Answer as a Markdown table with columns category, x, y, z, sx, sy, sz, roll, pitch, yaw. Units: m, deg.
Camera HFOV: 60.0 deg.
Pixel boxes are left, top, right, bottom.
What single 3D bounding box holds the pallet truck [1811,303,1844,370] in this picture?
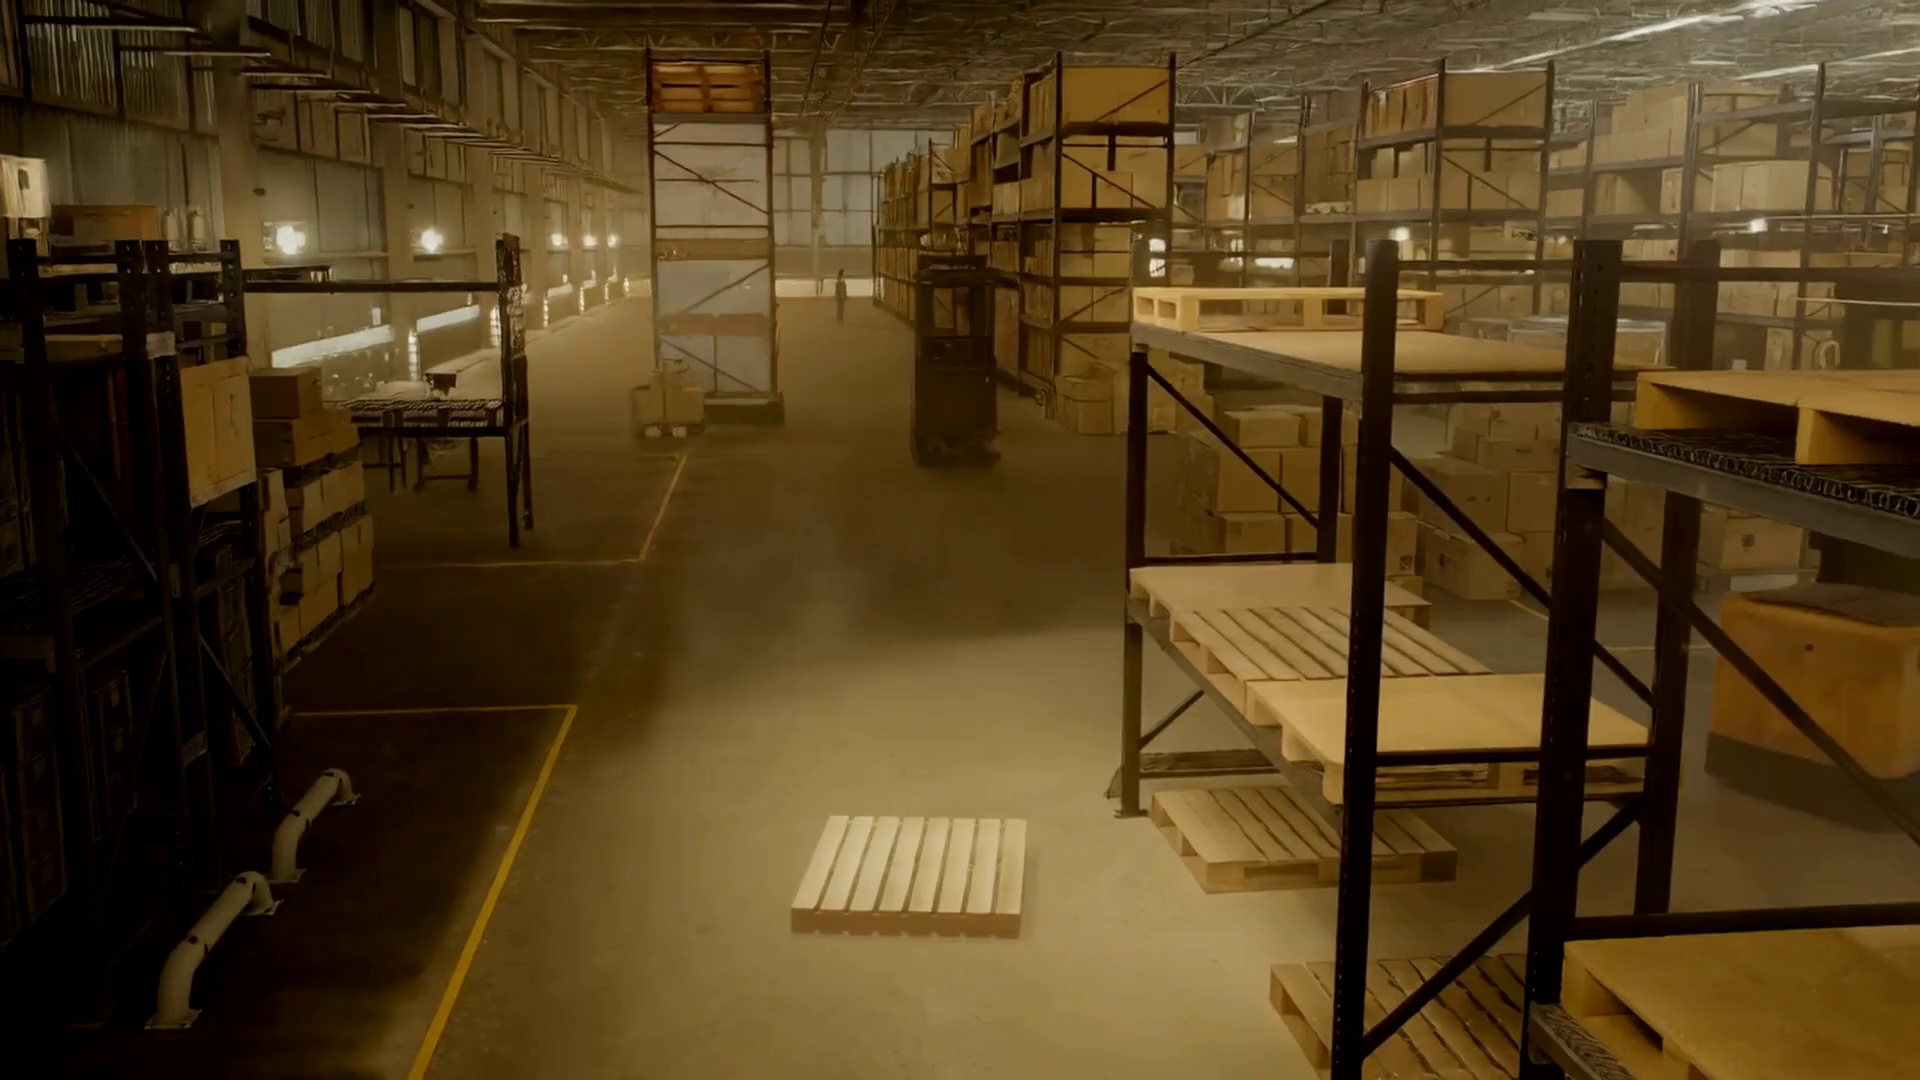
| category | x | y | z | sx | sy | sz | roll | pitch | yaw |
| --- | --- | --- | --- | --- | --- | --- | --- | --- | --- |
| pallet truck | 15.846 | -3.142 | 28.793 | 1.885 | 1.965 | 0.823 | 2 | 10 | 12 |

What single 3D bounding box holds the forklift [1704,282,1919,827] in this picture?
| category | x | y | z | sx | sy | sz | roll | pitch | yaw |
| --- | --- | --- | --- | --- | --- | --- | --- | --- | --- |
| forklift | 5.194 | -0.031 | 9.106 | 1.873 | 2.768 | 1.129 | -6 | 12 | -30 |

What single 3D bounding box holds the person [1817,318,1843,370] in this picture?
| category | x | y | z | sx | sy | sz | roll | pitch | yaw |
| --- | --- | --- | --- | --- | --- | --- | --- | --- | --- |
| person | 12.739 | -2.299 | 24.376 | 0.396 | 1.909 | 0.611 | 6 | 12 | 31 |

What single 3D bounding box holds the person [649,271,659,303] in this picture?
| category | x | y | z | sx | sy | sz | roll | pitch | yaw |
| --- | --- | --- | --- | --- | --- | --- | --- | --- | --- |
| person | -12.488 | -10.210 | 68.533 | 0.570 | 1.791 | 1.018 | 1 | 10 | 5 |

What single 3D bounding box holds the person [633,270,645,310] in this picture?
| category | x | y | z | sx | sy | sz | roll | pitch | yaw |
| --- | --- | --- | --- | --- | --- | --- | --- | --- | --- |
| person | -14.020 | -10.878 | 72.414 | 0.498 | 1.727 | 0.657 | 6 | 12 | 30 |

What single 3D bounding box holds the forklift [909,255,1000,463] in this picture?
| category | x | y | z | sx | sy | sz | roll | pitch | yaw |
| --- | --- | --- | --- | --- | --- | --- | --- | --- | --- |
| forklift | -0.112 | -2.574 | 23.195 | 1.129 | 2.768 | 1.873 | -1 | 10 | -6 |

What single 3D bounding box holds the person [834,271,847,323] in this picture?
| category | x | y | z | sx | sy | sz | roll | pitch | yaw |
| --- | --- | --- | --- | --- | --- | --- | --- | --- | --- |
| person | -4.362 | -8.898 | 60.940 | 0.402 | 1.905 | 0.647 | 3 | 11 | 15 |

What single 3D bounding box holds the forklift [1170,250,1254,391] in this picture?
| category | x | y | z | sx | sy | sz | roll | pitch | yaw |
| --- | --- | --- | --- | --- | --- | --- | --- | --- | --- |
| forklift | 4.885 | -4.419 | 33.419 | 1.873 | 2.768 | 1.129 | -1 | 10 | -6 |
